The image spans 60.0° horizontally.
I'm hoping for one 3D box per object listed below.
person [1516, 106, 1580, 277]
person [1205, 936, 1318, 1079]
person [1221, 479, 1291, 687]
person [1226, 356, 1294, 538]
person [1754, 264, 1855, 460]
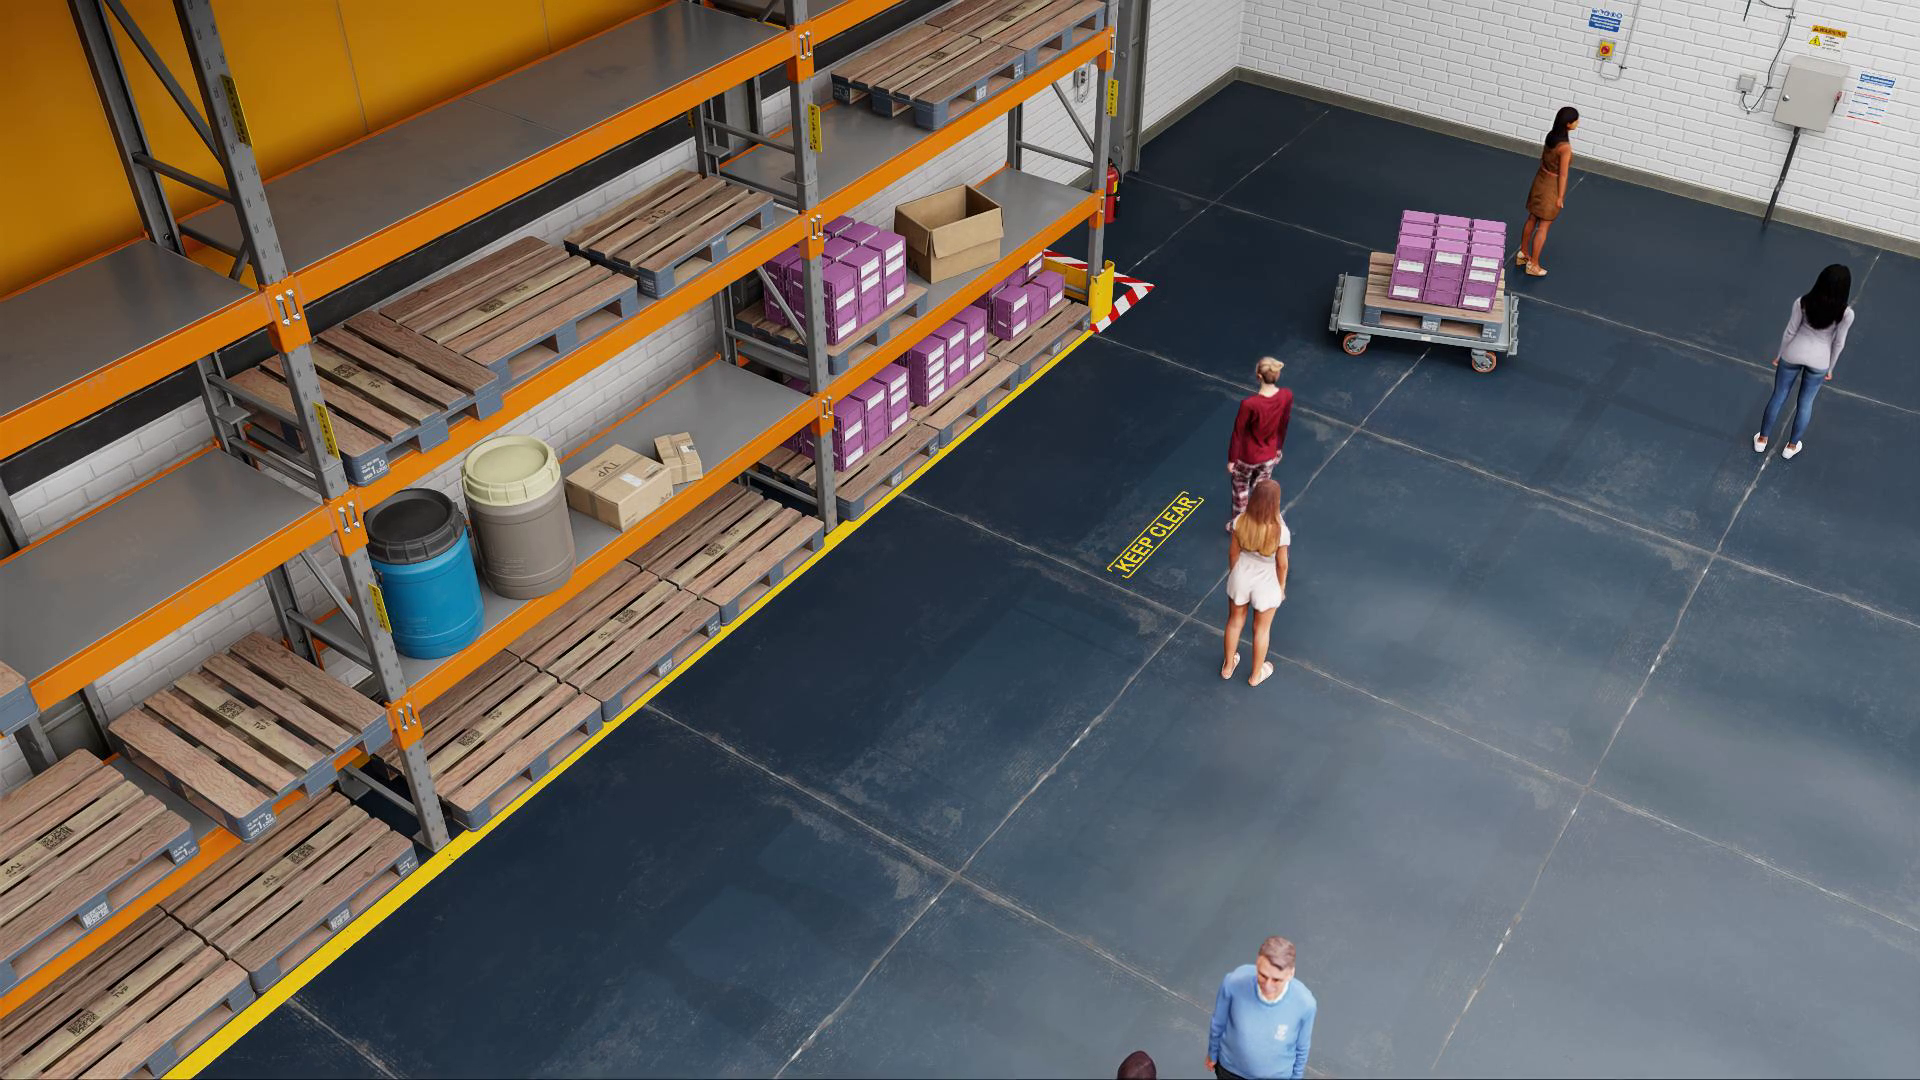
[{"bbox_3d":[5.637,-3.352,15.933,0.701,1.689,0.638,-6,39,-7],"label":"person"},{"bbox_3d":[1.494,2.600,8.374,0.715,1.820,0.672,12,40,14],"label":"person"},{"bbox_3d":[2.011,0.293,11.363,0.583,1.696,0.573,20,43,23],"label":"person"},{"bbox_3d":[2.275,-0.617,12.511,0.871,1.686,0.895,-17,42,-20],"label":"person"},{"bbox_3d":[6.869,-1.455,13.521,0.614,1.734,0.540,20,43,23],"label":"person"}]
